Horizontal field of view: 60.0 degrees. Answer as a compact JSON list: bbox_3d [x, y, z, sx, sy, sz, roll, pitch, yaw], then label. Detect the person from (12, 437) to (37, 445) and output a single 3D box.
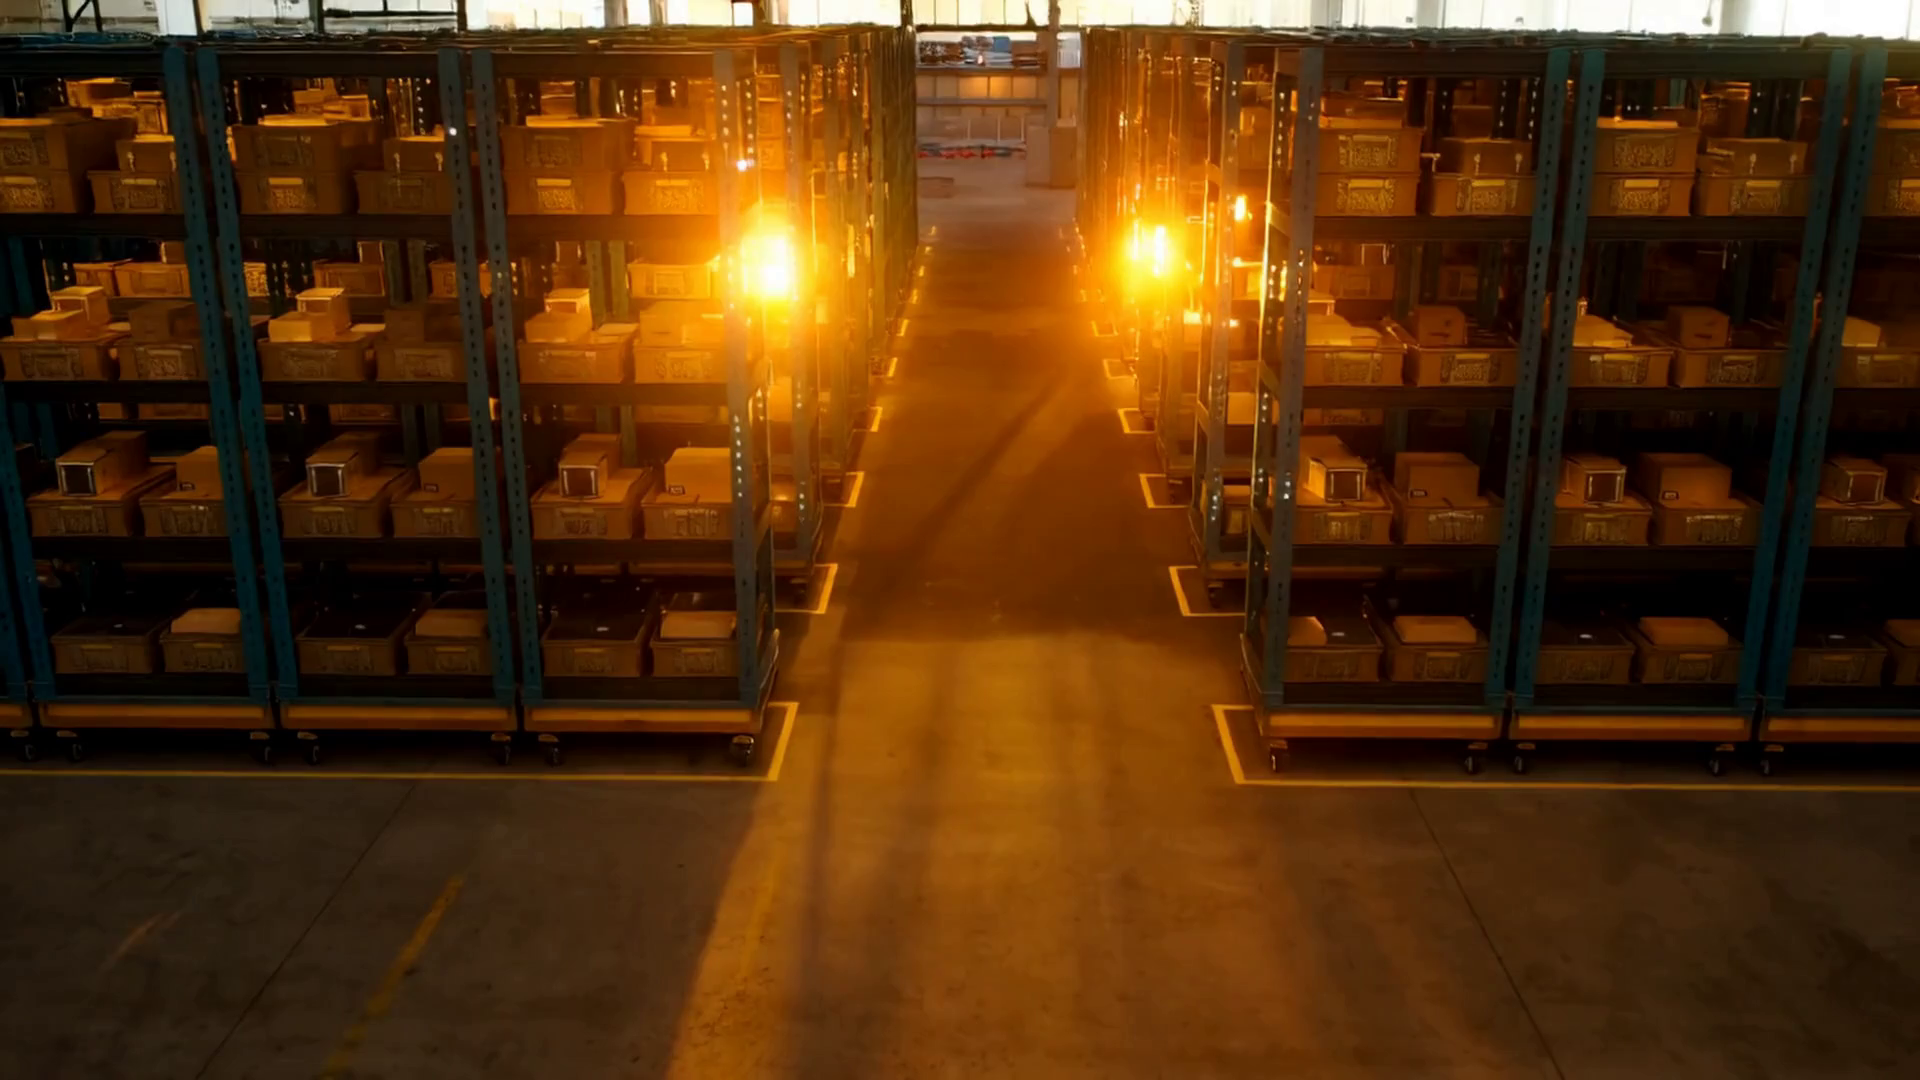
[{"bbox_3d":[-8.593,-1.660,14.685,0.613,1.806,0.656,3,18,9],"label":"person"}]
